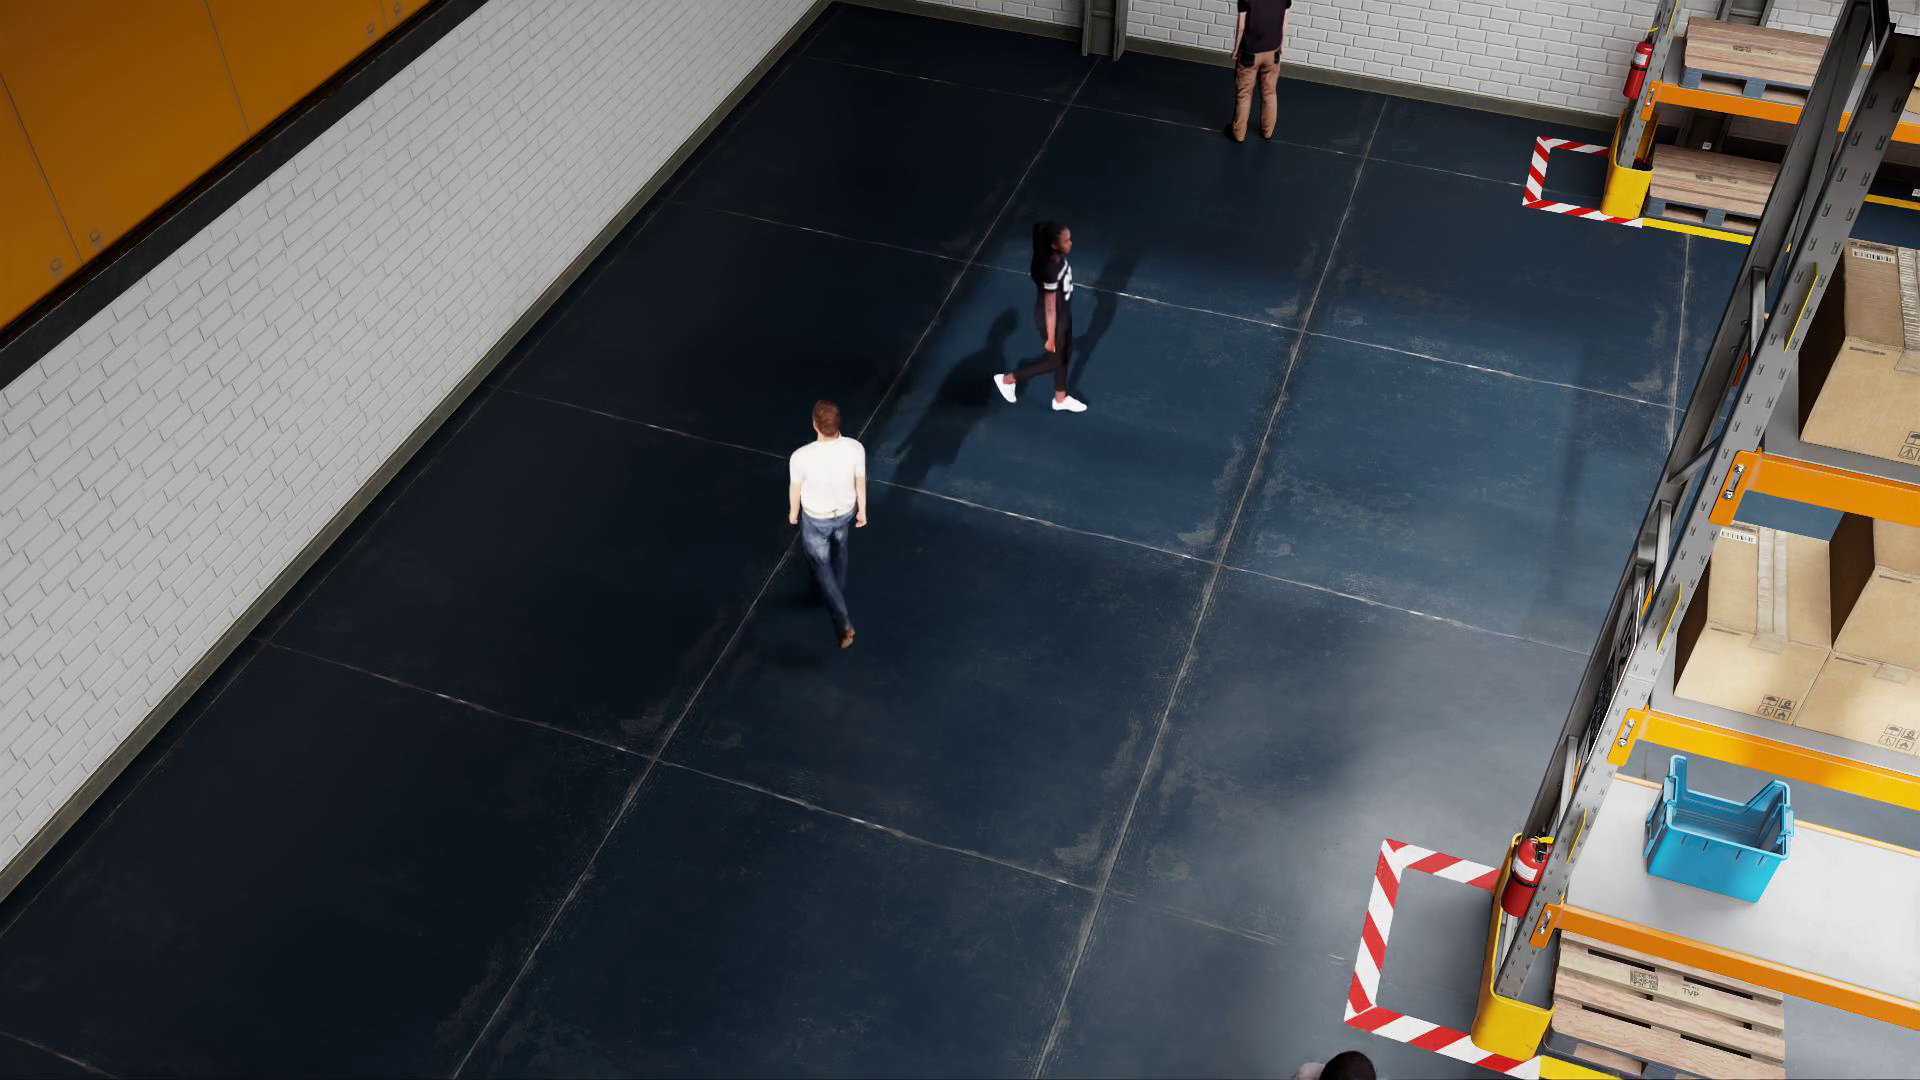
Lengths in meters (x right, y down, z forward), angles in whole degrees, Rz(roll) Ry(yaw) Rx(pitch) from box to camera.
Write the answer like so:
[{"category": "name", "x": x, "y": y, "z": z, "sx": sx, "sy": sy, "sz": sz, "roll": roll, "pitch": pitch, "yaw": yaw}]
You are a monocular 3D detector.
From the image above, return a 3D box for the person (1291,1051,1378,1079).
[{"category": "person", "x": 1.782, "y": 2.844, "z": 8.068, "sx": 0.584, "sy": 1.599, "sz": 0.720, "roll": 13, "pitch": 45, "yaw": 13}]

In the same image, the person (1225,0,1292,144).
[{"category": "person", "x": 2.833, "y": -4.647, "z": 15.756, "sx": 0.712, "sy": 1.841, "sz": 0.839, "roll": -6, "pitch": 44, "yaw": -7}]

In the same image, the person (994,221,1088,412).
[{"category": "person", "x": 0.633, "y": -1.686, "z": 12.741, "sx": 1.012, "sy": 1.712, "sz": 0.725, "roll": 6, "pitch": 44, "yaw": 6}]

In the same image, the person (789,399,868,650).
[{"category": "person", "x": -0.843, "y": -0.091, "z": 10.980, "sx": 1.151, "sy": 1.831, "sz": 1.182, "roll": -15, "pitch": 46, "yaw": -15}]
